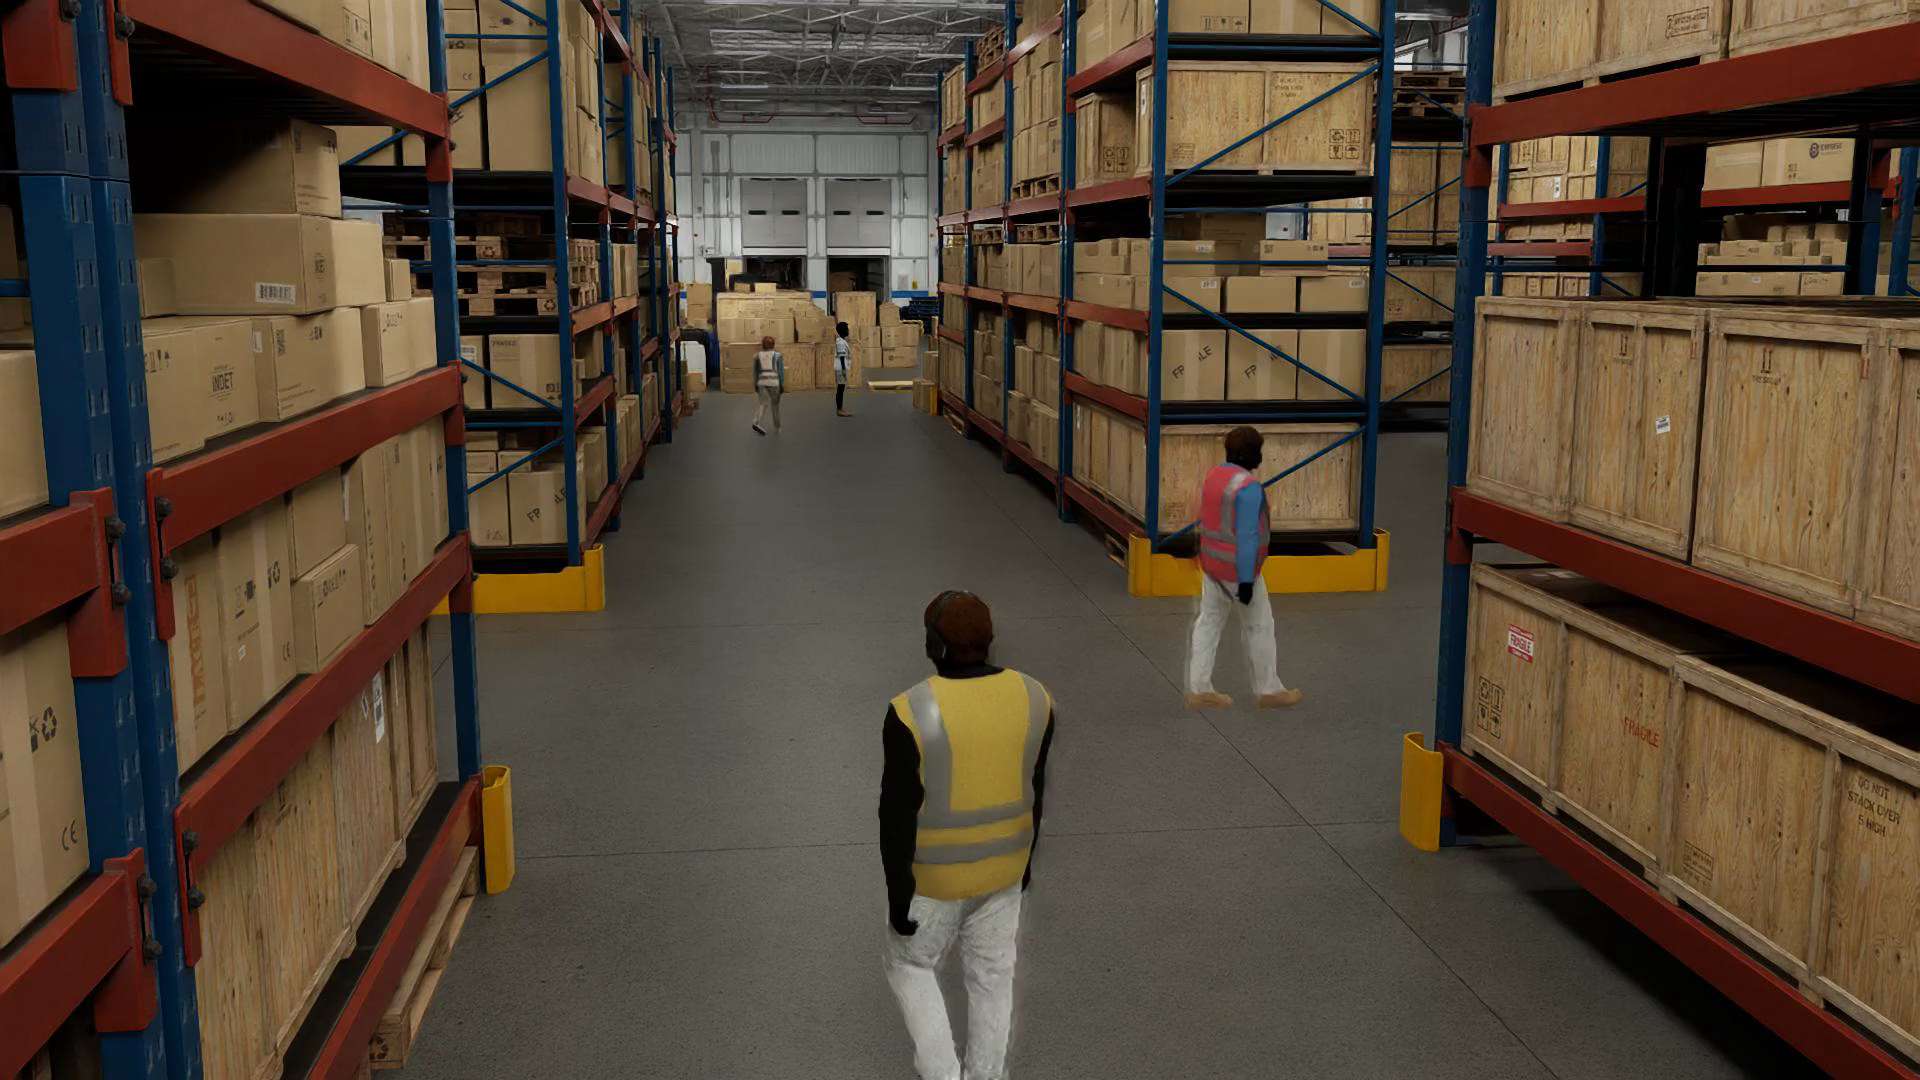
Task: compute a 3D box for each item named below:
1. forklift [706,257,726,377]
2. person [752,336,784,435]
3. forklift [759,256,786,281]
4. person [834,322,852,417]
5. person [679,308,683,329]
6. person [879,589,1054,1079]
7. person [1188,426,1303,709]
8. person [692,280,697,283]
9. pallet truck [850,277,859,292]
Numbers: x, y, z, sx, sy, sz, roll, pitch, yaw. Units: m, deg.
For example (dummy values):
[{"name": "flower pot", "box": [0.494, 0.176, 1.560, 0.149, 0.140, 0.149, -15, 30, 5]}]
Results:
[{"name": "forklift", "box": [-5.620, -5.178, 38.709, 1.873, 2.768, 1.129, -1, 10, -7]}, {"name": "person", "box": [-3.113, -2.494, 26.829, 0.552, 1.596, 0.758, 2, 10, 13]}, {"name": "forklift", "box": [-6.855, -9.006, 60.996, 1.129, 2.768, 1.873, -5, 11, -26]}, {"name": "person", "box": [-2.106, -3.060, 29.827, 0.319, 1.696, 0.532, -1, 10, -7]}, {"name": "person", "box": [-6.706, -4.637, 39.120, 0.861, 1.657, 0.539, -4, 11, -24]}, {"name": "person", "box": [0.004, 1.067, 5.411, 0.624, 1.832, 0.433, -5, 11, -27]}, {"name": "person", "box": [1.842, 0.185, 10.574, 0.853, 1.810, 0.664, -3, 10, -18]}, {"name": "person", "box": [-10.014, -8.858, 62.907, 0.588, 1.927, 0.370, -1, 10, -6]}, {"name": "pallet truck", "box": [-3.782, -9.391, 65.808, 1.885, 1.965, 0.823, 2, 10, 10]}]
